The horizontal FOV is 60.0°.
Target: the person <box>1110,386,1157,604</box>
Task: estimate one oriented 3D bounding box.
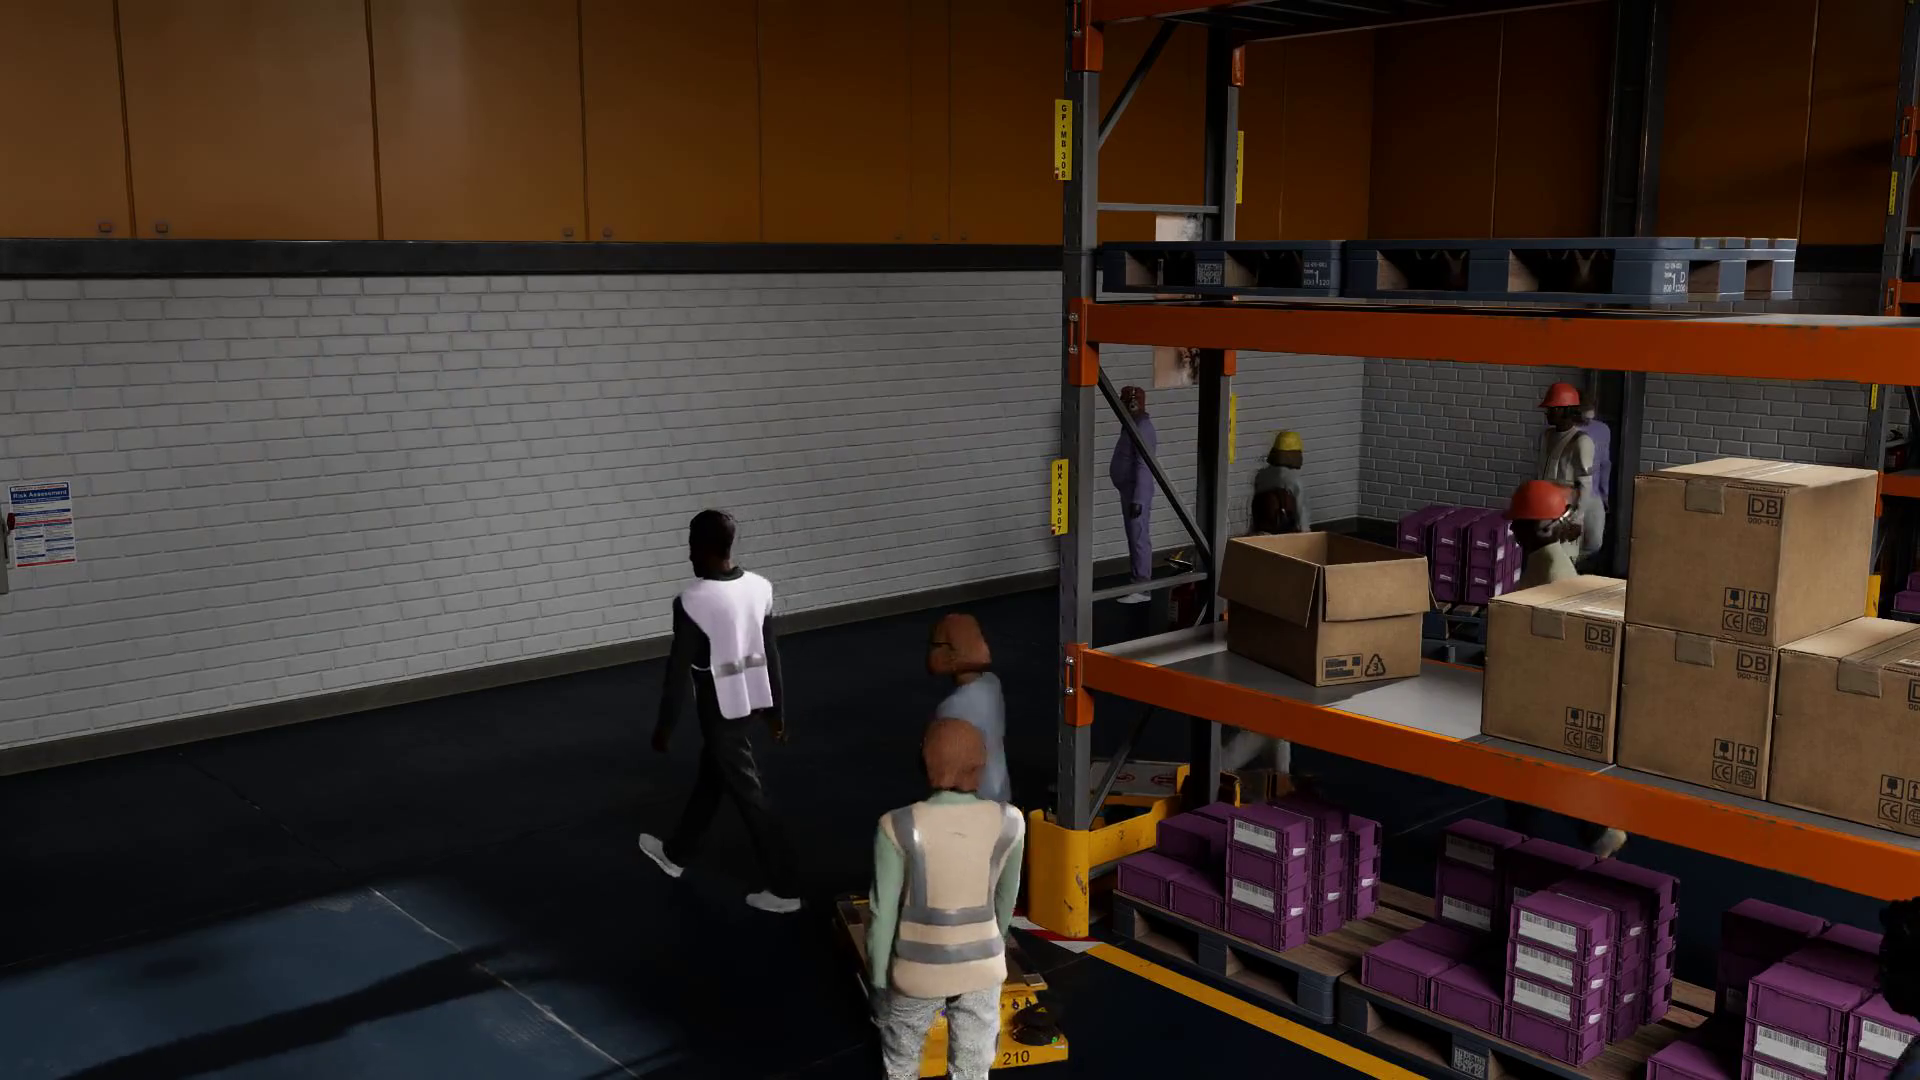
[{"bbox_3d":[1.510,-0.397,14.596,0.400,1.907,0.644,0,10,1],"label":"person"}]

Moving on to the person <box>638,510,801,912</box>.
[{"bbox_3d":[-1.152,0.784,7.803,1.032,1.861,0.597,5,11,28],"label":"person"}]

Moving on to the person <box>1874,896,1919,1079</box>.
[{"bbox_3d":[2.091,1.589,3.622,0.423,1.676,0.537,6,11,30],"label":"person"}]

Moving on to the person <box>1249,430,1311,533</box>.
[{"bbox_3d":[2.504,0.016,12.740,0.773,1.711,0.504,-6,11,-31],"label":"person"}]

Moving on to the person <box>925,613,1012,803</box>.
[{"bbox_3d":[0.043,1.096,6.698,0.388,1.615,0.536,4,10,22],"label":"person"}]

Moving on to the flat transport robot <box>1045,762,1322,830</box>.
[{"bbox_3d":[1.214,1.385,8.938,1.431,0.197,0.652,2,10,11],"label":"flat transport robot"}]

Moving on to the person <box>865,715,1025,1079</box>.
[{"bbox_3d":[-0.063,1.345,5.238,0.518,1.612,0.654,-2,10,-13],"label":"person"}]

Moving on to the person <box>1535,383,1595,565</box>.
[{"bbox_3d":[4.723,-0.224,13.185,0.373,2.042,0.614,-2,10,-14],"label":"person"}]

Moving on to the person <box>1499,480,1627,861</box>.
[{"bbox_3d":[2.844,0.687,8.041,0.641,1.974,0.630,3,10,16],"label":"person"}]

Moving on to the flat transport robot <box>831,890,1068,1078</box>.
[{"bbox_3d":[-0.084,1.752,6.794,0.652,0.197,1.431,-2,10,-14],"label":"flat transport robot"}]

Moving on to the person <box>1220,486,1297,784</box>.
[{"bbox_3d":[1.593,0.616,8.943,0.793,1.815,0.631,-2,10,-14],"label":"person"}]

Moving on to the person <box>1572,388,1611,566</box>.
[{"bbox_3d":[5.293,-0.365,14.368,0.647,1.921,0.562,-3,10,-20],"label":"person"}]
